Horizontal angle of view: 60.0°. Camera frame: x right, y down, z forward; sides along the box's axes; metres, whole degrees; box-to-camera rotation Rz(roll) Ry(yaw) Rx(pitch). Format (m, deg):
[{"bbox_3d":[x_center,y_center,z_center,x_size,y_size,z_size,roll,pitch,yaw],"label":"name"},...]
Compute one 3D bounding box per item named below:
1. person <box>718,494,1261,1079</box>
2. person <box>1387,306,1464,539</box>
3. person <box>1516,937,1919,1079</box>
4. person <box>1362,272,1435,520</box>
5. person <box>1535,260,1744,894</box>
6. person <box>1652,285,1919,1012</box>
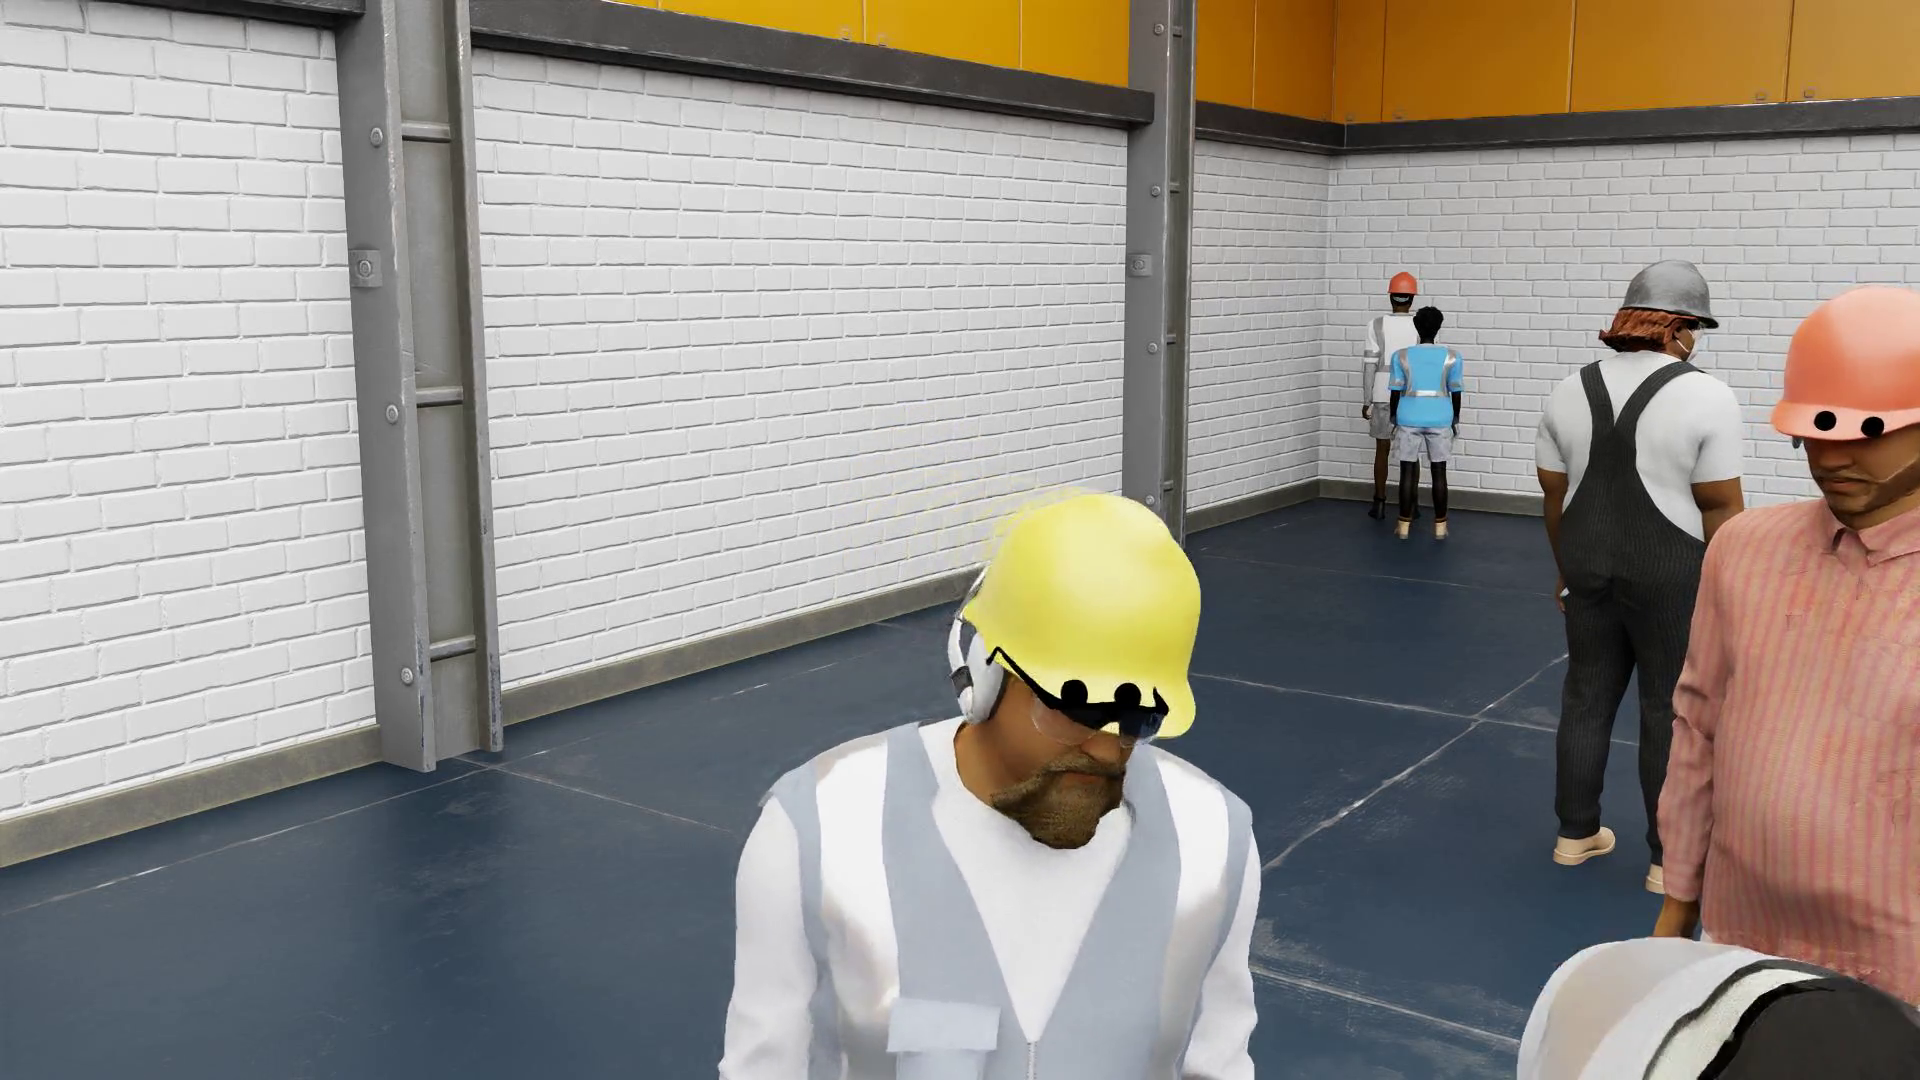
[{"bbox_3d":[0.012,0.816,1.893,0.638,1.799,0.586,-2,10,-11],"label":"person"},{"bbox_3d":[3.378,-0.847,12.104,0.540,1.696,0.317,2,10,11],"label":"person"},{"bbox_3d":[0.592,0.898,1.053,0.920,1.935,0.597,-1,10,-8],"label":"person"},{"bbox_3d":[3.432,-1.126,13.050,0.551,1.935,0.371,2,10,10],"label":"person"},{"bbox_3d":[2.253,0.103,5.424,0.536,2.000,0.672,-7,12,-35],"label":"person"},{"bbox_3d":[1.335,0.612,2.557,0.393,1.986,0.611,-6,11,-33],"label":"person"}]
